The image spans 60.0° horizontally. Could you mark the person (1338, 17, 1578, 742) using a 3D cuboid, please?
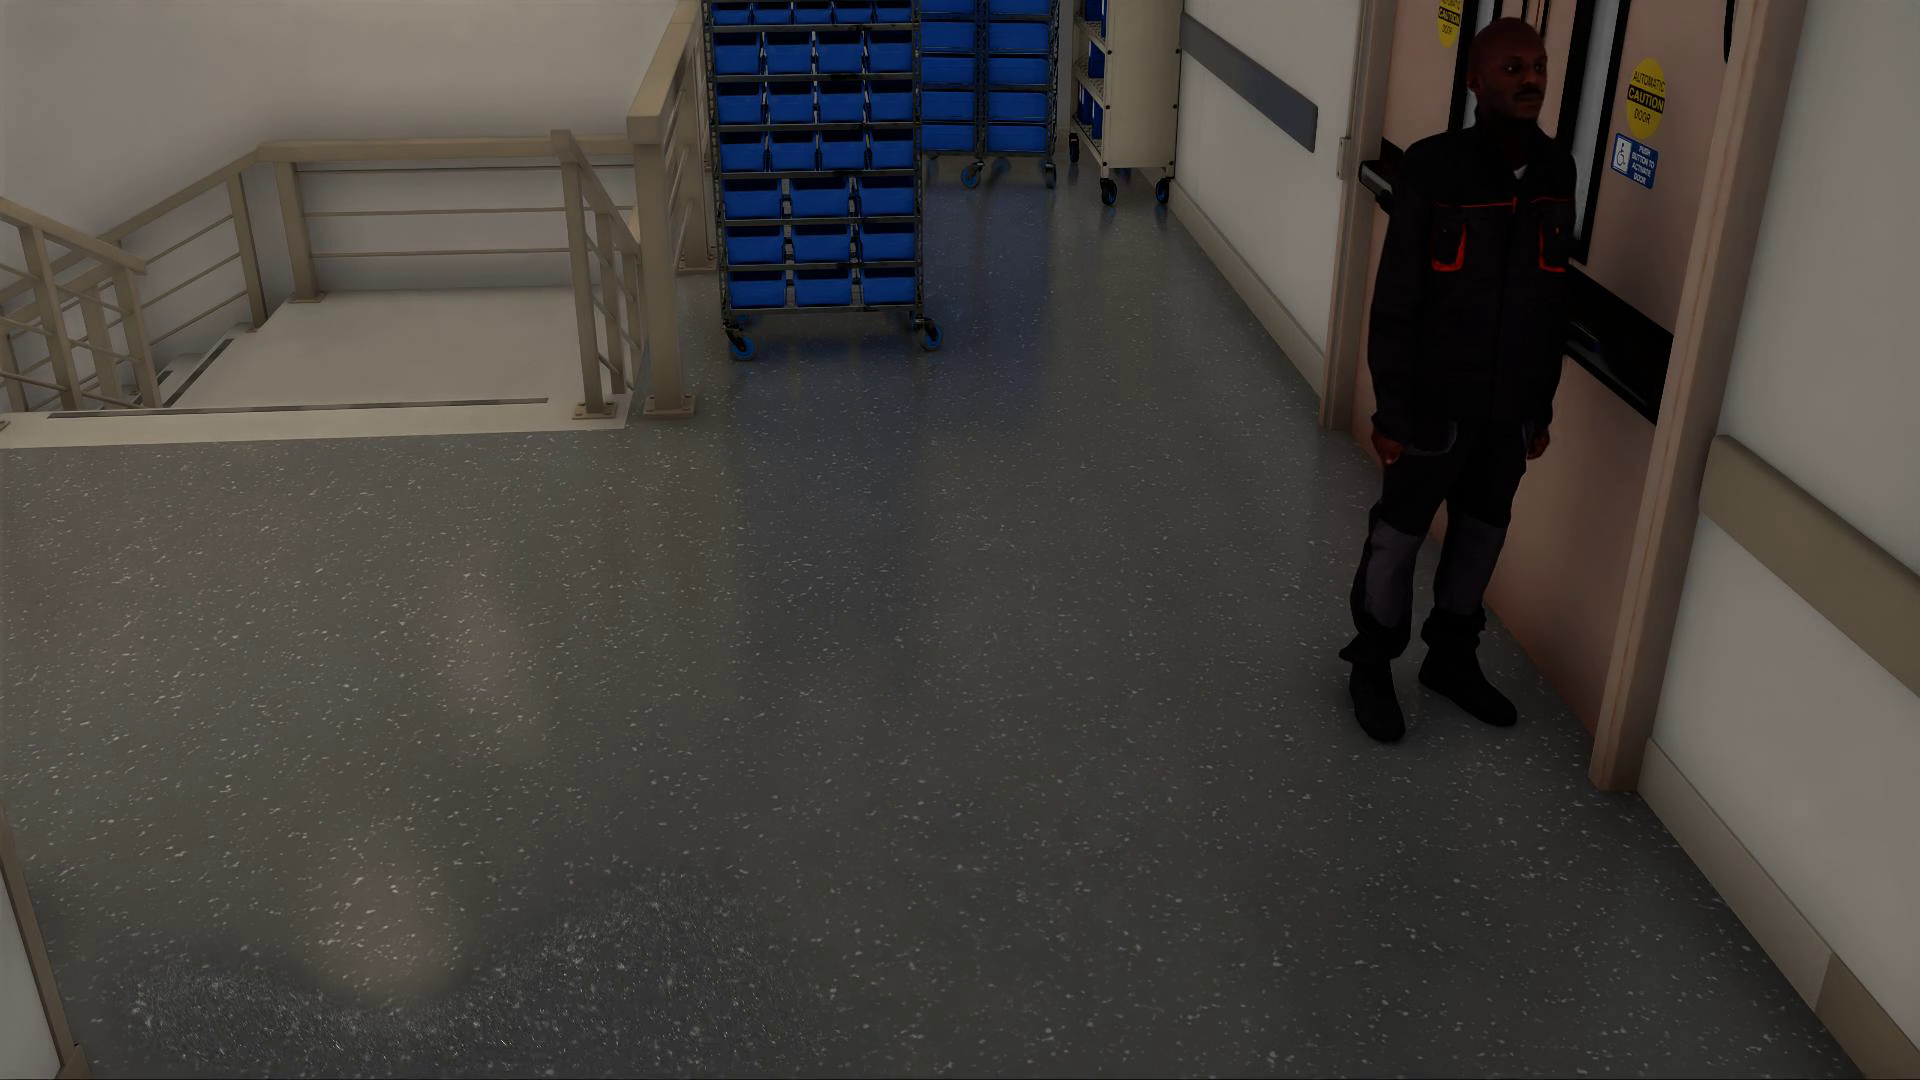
[{"bbox_3d":[1.274,-0.390,4.237,0.736,1.825,0.666,-7,27,-14],"label":"person"}]
